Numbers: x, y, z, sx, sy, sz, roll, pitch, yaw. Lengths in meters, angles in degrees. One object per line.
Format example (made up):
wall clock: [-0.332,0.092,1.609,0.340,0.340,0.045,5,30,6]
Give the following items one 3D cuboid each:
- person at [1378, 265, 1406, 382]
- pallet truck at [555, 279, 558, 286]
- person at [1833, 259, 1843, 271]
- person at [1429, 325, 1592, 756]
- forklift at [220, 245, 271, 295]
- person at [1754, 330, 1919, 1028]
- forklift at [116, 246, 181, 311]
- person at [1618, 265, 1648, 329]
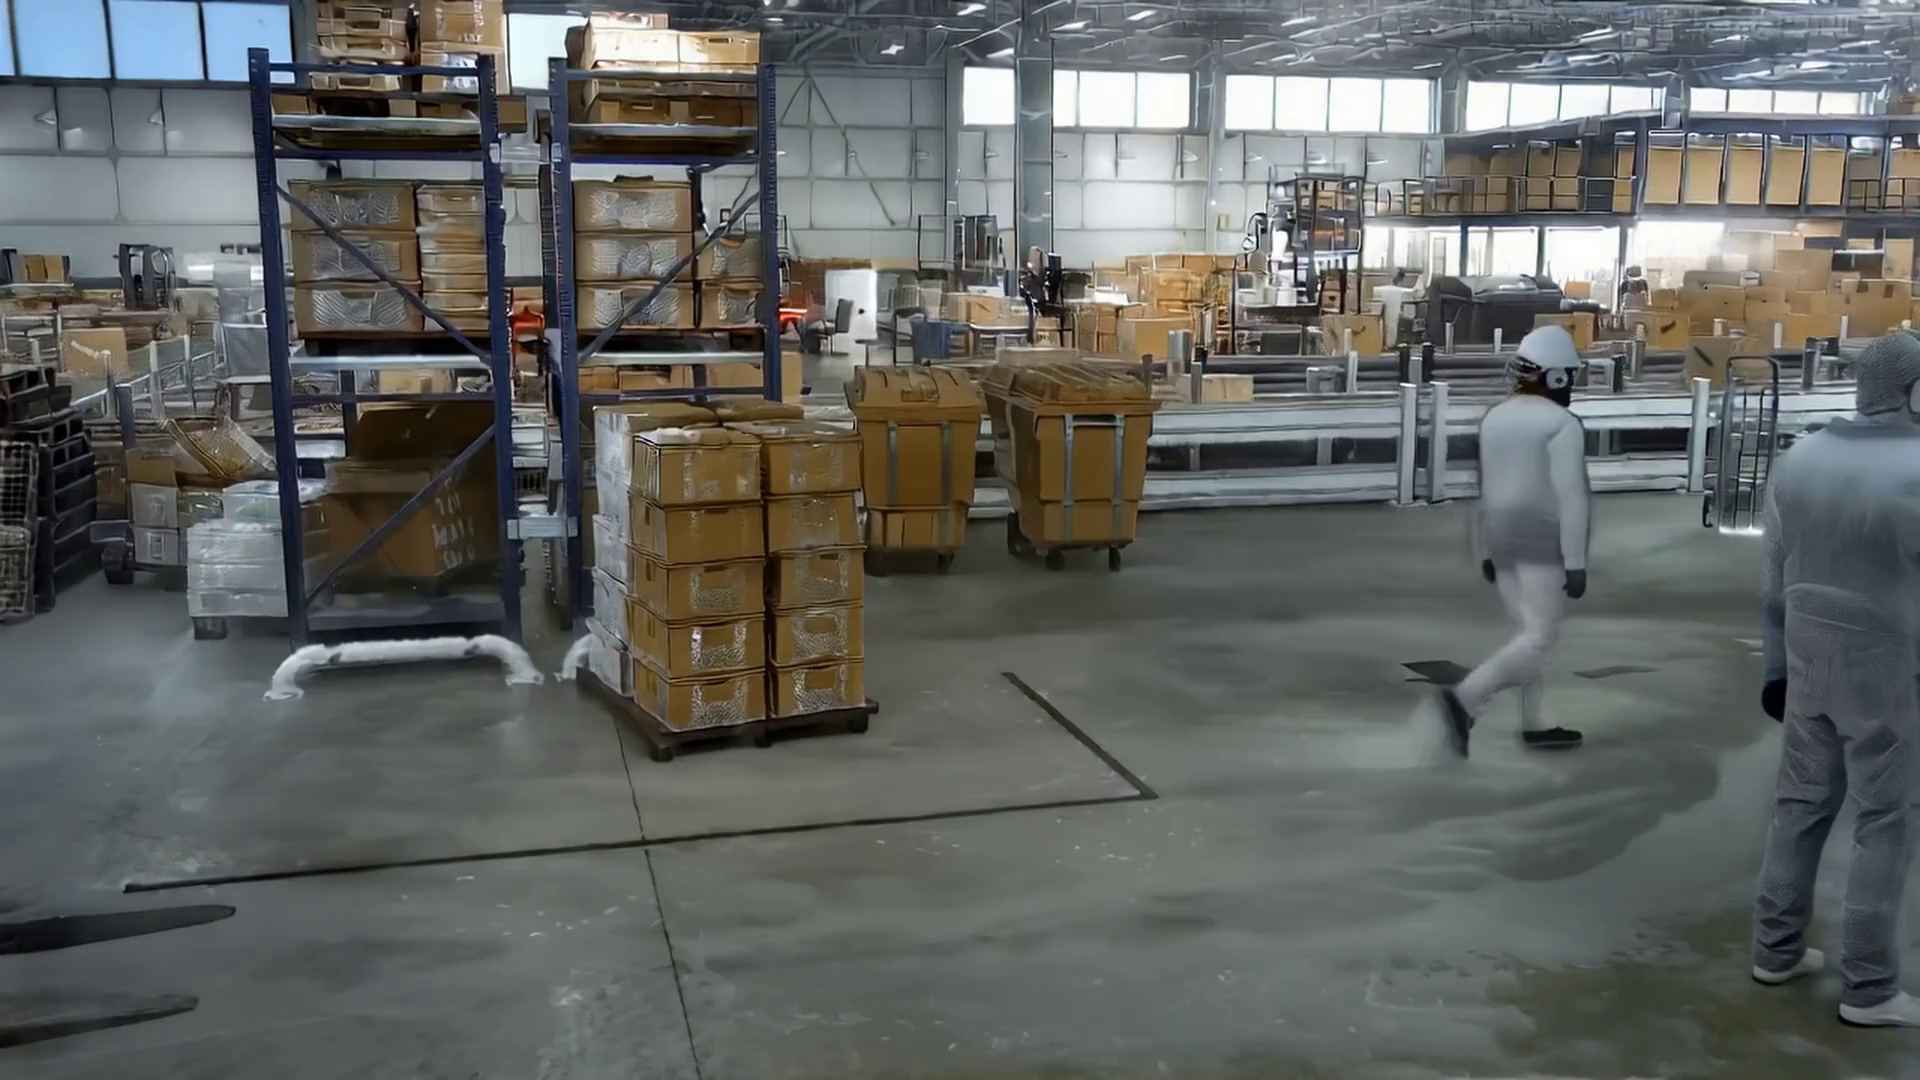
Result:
person: [6.703,-3.370,25.989,0.546,1.840,0.453,-8,12,-37]
pallet truck: [-10.604,-6.375,44.520,0.653,1.274,1.630,-3,10,-15]
person: [19.659,-5.376,37.365,0.580,1.825,1.025,-1,10,-8]
person: [2.291,0.024,6.837,0.715,1.812,0.598,-2,10,-11]
forklift: [-17.749,-6.334,41.440,1.157,1.987,2.680,-3,10,-17]
person: [2.507,0.377,4.581,0.402,1.905,0.657,-4,11,-20]
forklift: [-19.966,-6.232,40.894,1.157,1.987,2.680,-3,10,-15]
person: [13.454,-4.616,33.264,0.555,1.745,0.551,4,11,21]
